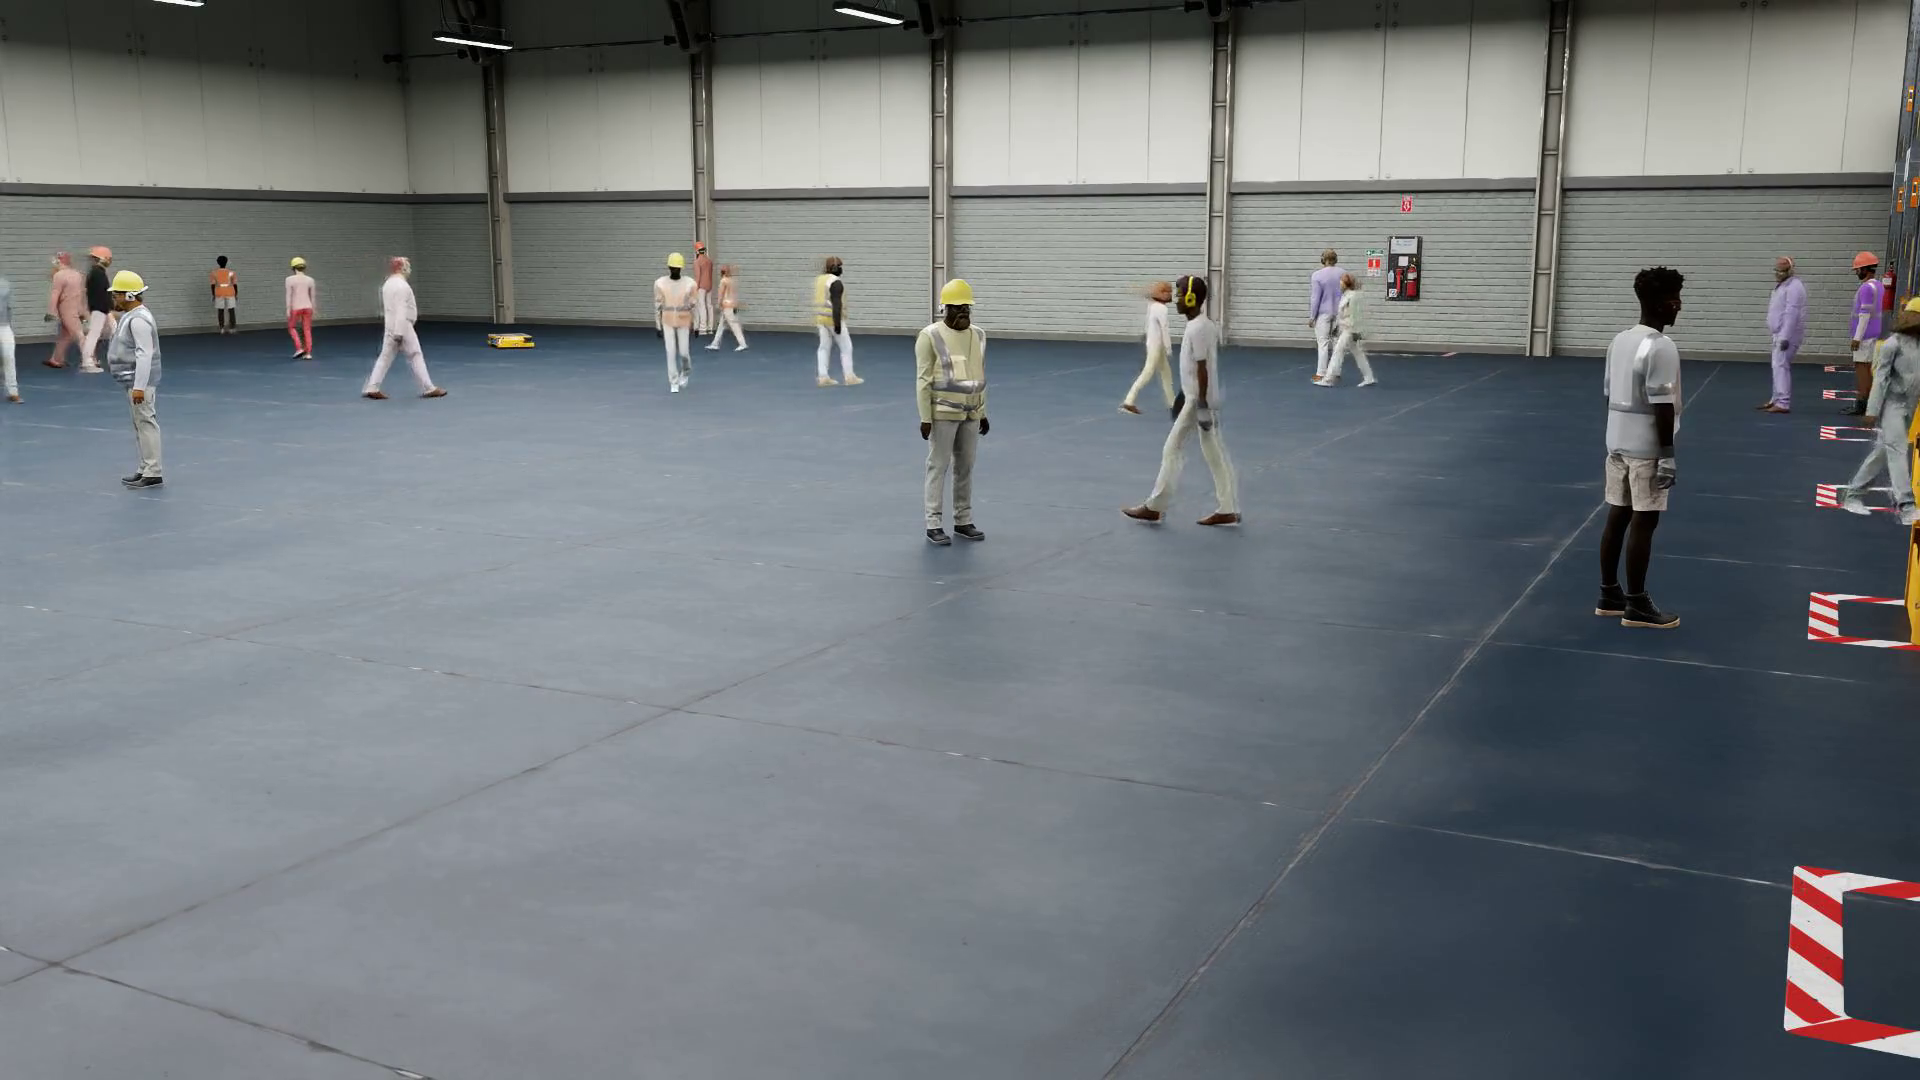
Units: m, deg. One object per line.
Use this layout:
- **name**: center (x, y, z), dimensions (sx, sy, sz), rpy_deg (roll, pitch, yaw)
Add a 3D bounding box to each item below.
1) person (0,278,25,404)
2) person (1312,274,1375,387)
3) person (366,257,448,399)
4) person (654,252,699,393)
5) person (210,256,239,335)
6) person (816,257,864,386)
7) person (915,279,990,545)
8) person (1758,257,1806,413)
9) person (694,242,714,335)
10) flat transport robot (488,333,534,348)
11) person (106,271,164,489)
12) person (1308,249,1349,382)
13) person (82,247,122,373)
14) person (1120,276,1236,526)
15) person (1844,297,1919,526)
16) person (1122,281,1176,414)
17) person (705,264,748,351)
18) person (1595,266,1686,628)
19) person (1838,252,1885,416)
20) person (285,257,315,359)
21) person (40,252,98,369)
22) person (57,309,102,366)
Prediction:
- **person**: center (-12.349, -2.683, 21.156), dimensions (0.908, 1.909, 0.632), rpy_deg (6, 12, 30)
- **person**: center (5.468, -2.940, 23.410), dimensions (0.888, 1.594, 0.529), rpy_deg (1, 10, 5)
- **person**: center (-7.312, -2.754, 21.699), dimensions (1.033, 1.852, 0.646), rpy_deg (-9, 14, -41)
- **person**: center (-3.857, -2.964, 22.667), dimensions (0.597, 1.903, 0.565), rpy_deg (-1, 10, -6)
- **person**: center (-15.778, -5.251, 35.711), dimensions (0.540, 1.696, 0.318), rpy_deg (-4, 11, -19)
- **person**: center (-1.685, -3.088, 23.562), dimensions (0.756, 1.819, 0.654), rpy_deg (-6, 12, -29)
- **person**: center (-0.030, -0.887, 11.537), dimensions (0.600, 1.829, 0.404), rpy_deg (-8, 13, -38)
- **person**: center (9.934, -2.467, 20.053), dimensions (0.408, 1.886, 0.672), rpy_deg (2, 11, 13)
- **person**: center (-5.548, -5.416, 35.810), dimensions (0.392, 1.988, 0.609), rpy_deg (5, 12, 26)
- **flat transport robot**: center (-8.600, -3.822, 31.805), dimensions (0.652, 0.197, 1.431), rpy_deg (-5, 11, -23)
- **person**: center (-6.962, -1.348, 14.052), dimensions (0.404, 1.833, 0.590), rpy_deg (-6, 12, -31)
- **person**: center (5.357, -3.255, 24.180), dimensions (0.627, 1.933, 0.371), rpy_deg (-4, 11, -19)
- **person**: center (-13.250, -3.585, 25.936), dimensions (1.043, 1.933, 0.626), rpy_deg (-4, 11, -23)
- **person**: center (1.632, -1.011, 12.213), dimensions (0.932, 1.827, 0.503), rpy_deg (4, 11, 20)
- **person**: center (7.035, -0.975, 12.434), dimensions (0.495, 1.683, 0.889), rpy_deg (-5, 11, -25)
- **person**: center (2.330, -2.286, 19.835), dimensions (0.859, 1.588, 0.514), rpy_deg (-1, 10, -5)
- **person**: center (-4.314, -4.297, 30.777), dimensions (0.866, 1.594, 0.548), rpy_deg (2, 11, 9)
- **person**: center (3.741, -0.508, 9.108), dimensions (0.366, 1.965, 0.607), rpy_deg (-1, 10, -7)
- **person**: center (10.691, -2.434, 19.716), dimensions (0.373, 1.928, 0.543), rpy_deg (9, 14, 41)
- **person**: center (-11.347, -3.972, 28.571), dimensions (0.446, 1.749, 0.555), rpy_deg (9, 14, 40)
- **person**: center (-14.242, -3.635, 26.456), dimensions (0.985, 1.853, 0.656), rpy_deg (0, 10, -2)
- **person**: center (-14.413, -3.619, 27.081), dimensions (0.820, 1.588, 0.518), rpy_deg (-3, 11, -13)
